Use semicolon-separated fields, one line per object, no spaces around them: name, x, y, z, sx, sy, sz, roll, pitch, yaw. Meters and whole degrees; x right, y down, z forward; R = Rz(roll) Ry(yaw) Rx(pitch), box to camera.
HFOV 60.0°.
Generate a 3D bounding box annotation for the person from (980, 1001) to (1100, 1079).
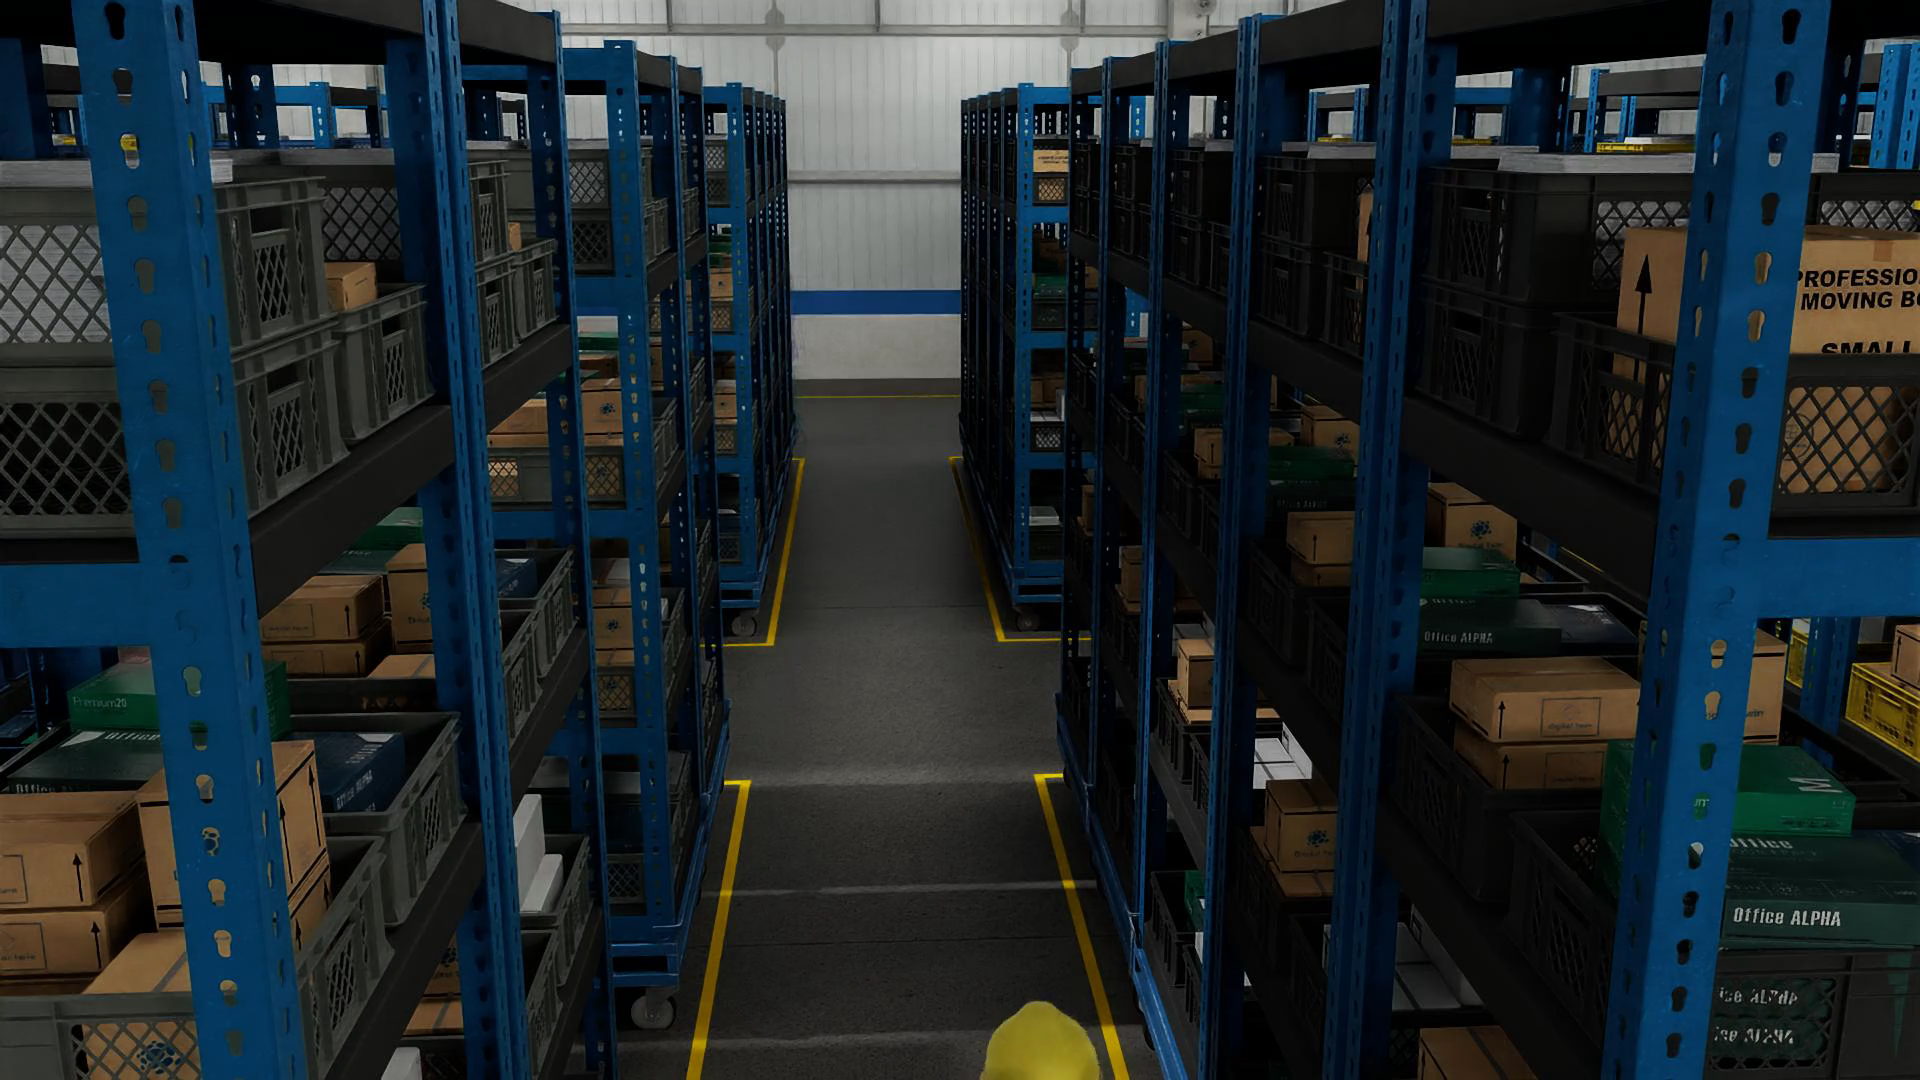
person;0.136;1.723;3.093;0.591;1.795;0.902;-5;15;-19
